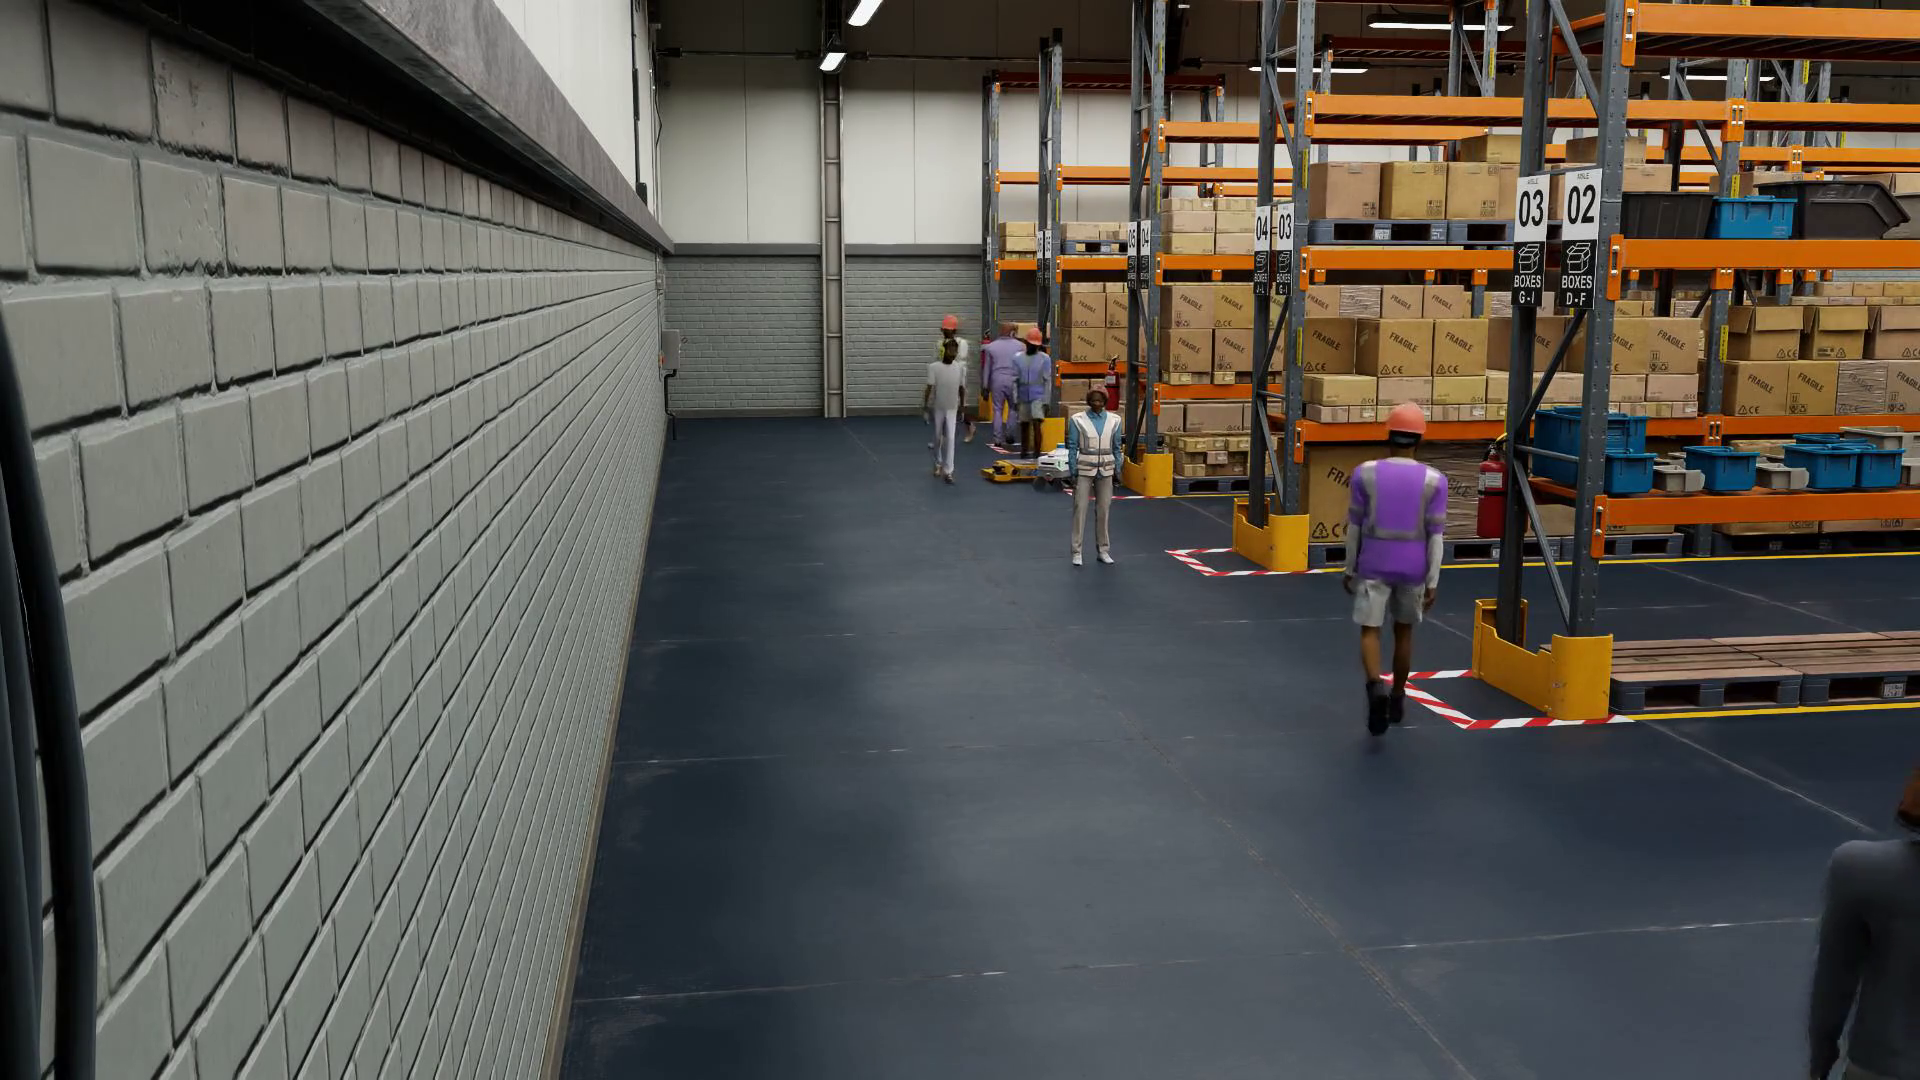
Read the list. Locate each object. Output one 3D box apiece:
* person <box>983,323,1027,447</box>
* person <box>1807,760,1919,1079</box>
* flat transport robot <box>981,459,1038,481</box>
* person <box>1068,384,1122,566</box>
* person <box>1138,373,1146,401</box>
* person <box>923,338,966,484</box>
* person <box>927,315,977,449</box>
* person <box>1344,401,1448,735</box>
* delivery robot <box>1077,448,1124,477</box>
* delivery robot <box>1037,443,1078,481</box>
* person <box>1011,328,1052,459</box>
[{"bbox_3d":[0.710,-2.361,25.269,0.709,1.849,0.873,2,9,13],"label":"person"},{"bbox_3d":[2.198,1.242,3.791,0.501,1.624,0.528,6,11,33],"label":"person"},{"bbox_3d":[1.042,-0.904,21.169,1.431,0.197,0.652,-2,9,-14],"label":"flat transport robot"},{"bbox_3d":[1.218,-0.589,15.020,0.514,1.639,0.314,-2,9,-13],"label":"person"},{"bbox_3d":[2.995,-2.532,27.122,0.863,1.586,0.546,-1,9,-4],"label":"person"},{"bbox_3d":[-0.199,-1.640,20.994,0.540,1.813,1.017,-1,9,-4],"label":"person"},{"bbox_3d":[-0.103,-2.368,24.869,0.613,2.019,0.829,6,11,31],"label":"person"},{"bbox_3d":[2.487,0.167,9.532,0.557,1.914,0.787,2,9,13],"label":"person"},{"bbox_3d":[1.668,-0.988,20.526,0.707,0.478,0.477,8,12,42],"label":"delivery robot"},{"bbox_3d":[1.219,-0.929,20.160,0.477,0.478,0.707,5,11,30],"label":"delivery robot"},{"bbox_3d":[0.949,-1.890,22.301,0.558,1.893,0.672,4,10,22],"label":"person"}]
